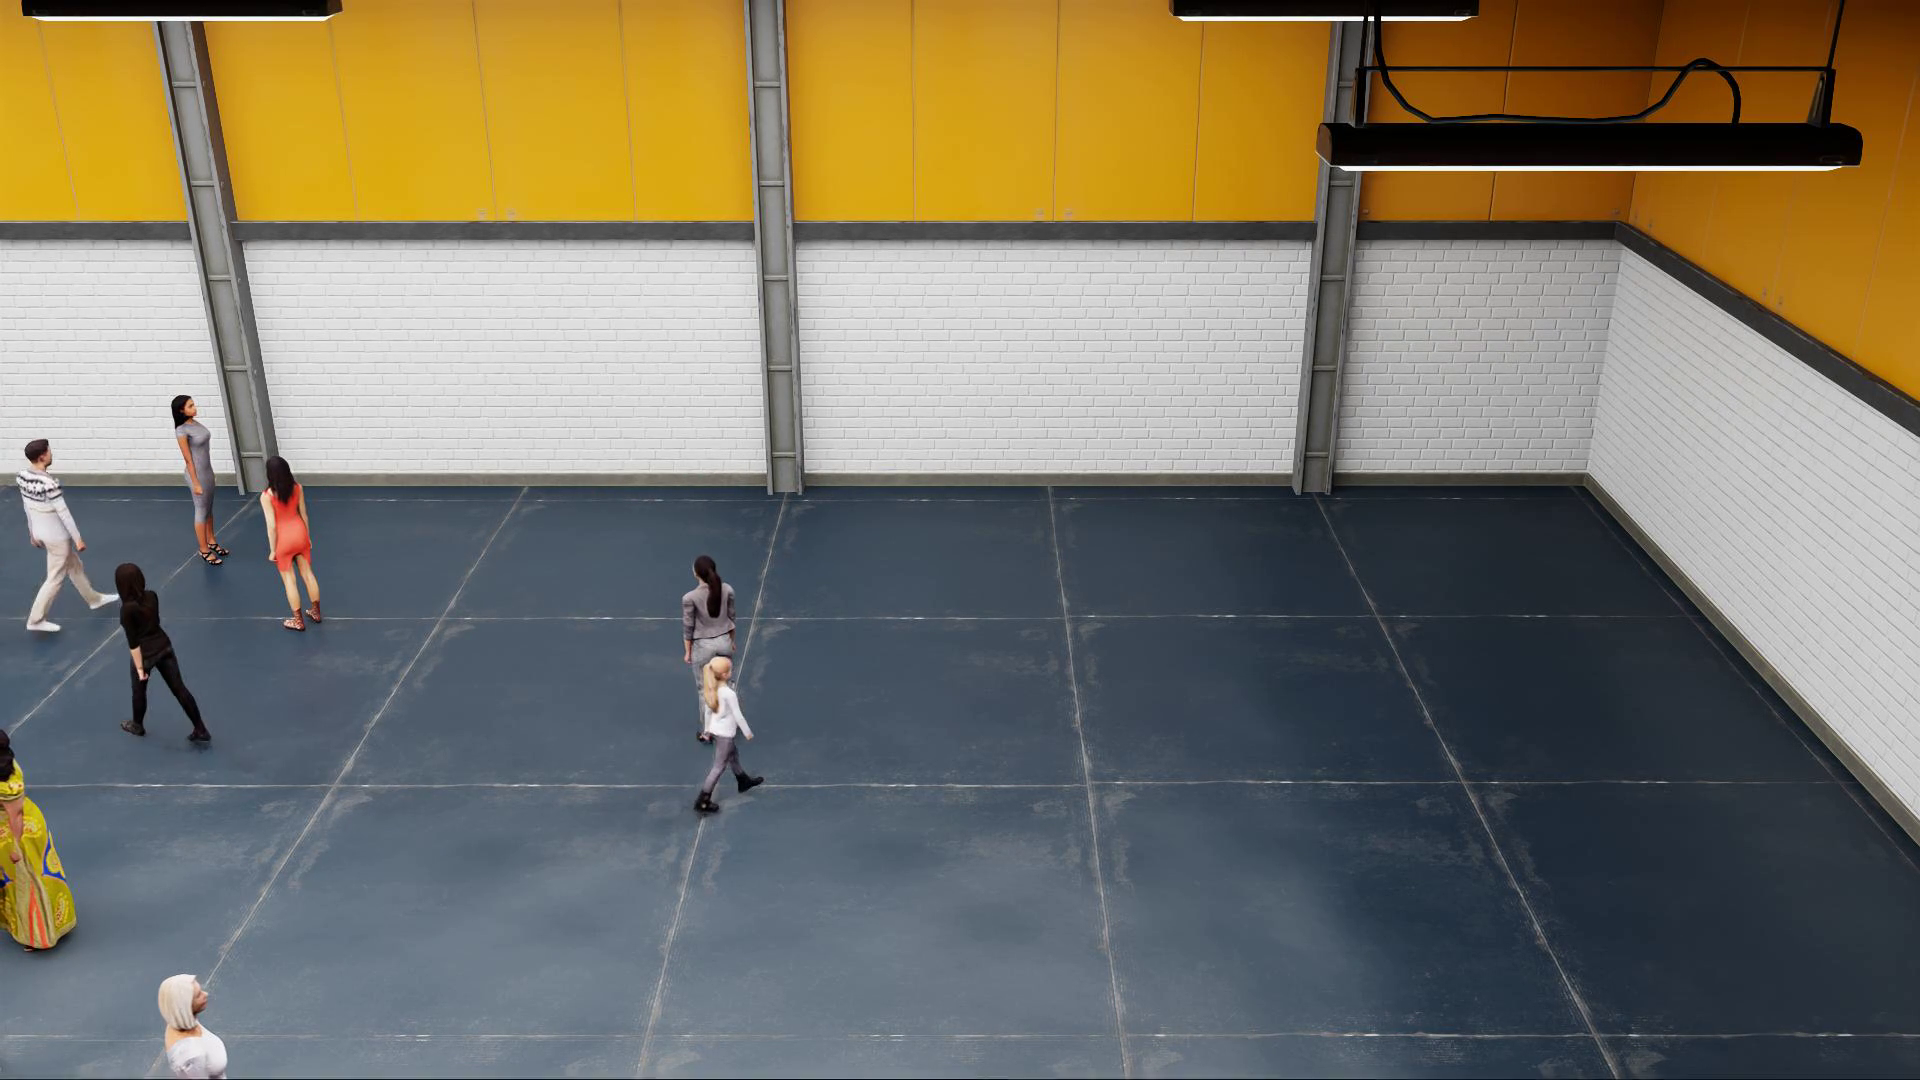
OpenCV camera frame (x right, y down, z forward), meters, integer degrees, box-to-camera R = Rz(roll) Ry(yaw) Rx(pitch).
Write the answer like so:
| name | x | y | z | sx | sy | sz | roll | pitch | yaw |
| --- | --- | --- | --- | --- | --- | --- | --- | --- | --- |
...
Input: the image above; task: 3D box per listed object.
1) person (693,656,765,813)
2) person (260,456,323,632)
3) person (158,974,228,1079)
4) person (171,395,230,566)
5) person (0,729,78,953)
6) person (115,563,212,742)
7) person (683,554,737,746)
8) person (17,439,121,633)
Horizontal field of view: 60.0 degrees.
| name | x | y | z | sx | sy | sz | roll | pitch | yaw |
| --- | --- | --- | --- | --- | --- | --- | --- | --- | --- |
| person | -1.861 | 1.499 | 12.692 | 0.944 | 1.258 | 0.814 | -17 | 29 | -34 |
| person | -6.241 | 0.022 | 15.495 | 0.700 | 1.718 | 0.666 | 16 | 28 | 33 |
| person | -3.930 | 2.996 | 8.652 | 0.671 | 1.750 | 0.645 | -14 | 27 | -30 |
| person | -7.733 | -0.623 | 16.893 | 0.525 | 1.781 | 0.591 | -1 | 24 | -3 |
| person | -6.326 | 1.963 | 11.130 | 1.050 | 1.660 | 1.006 | -19 | 30 | -36 |
| person | -6.478 | 0.962 | 13.495 | 1.155 | 1.599 | 0.864 | 9 | 25 | 21 |
| person | -2.027 | 0.889 | 13.563 | 0.695 | 1.679 | 0.784 | -14 | 27 | -29 |
| person | -8.493 | -0.010 | 15.436 | 1.253 | 1.825 | 1.203 | 15 | 28 | 31 |
